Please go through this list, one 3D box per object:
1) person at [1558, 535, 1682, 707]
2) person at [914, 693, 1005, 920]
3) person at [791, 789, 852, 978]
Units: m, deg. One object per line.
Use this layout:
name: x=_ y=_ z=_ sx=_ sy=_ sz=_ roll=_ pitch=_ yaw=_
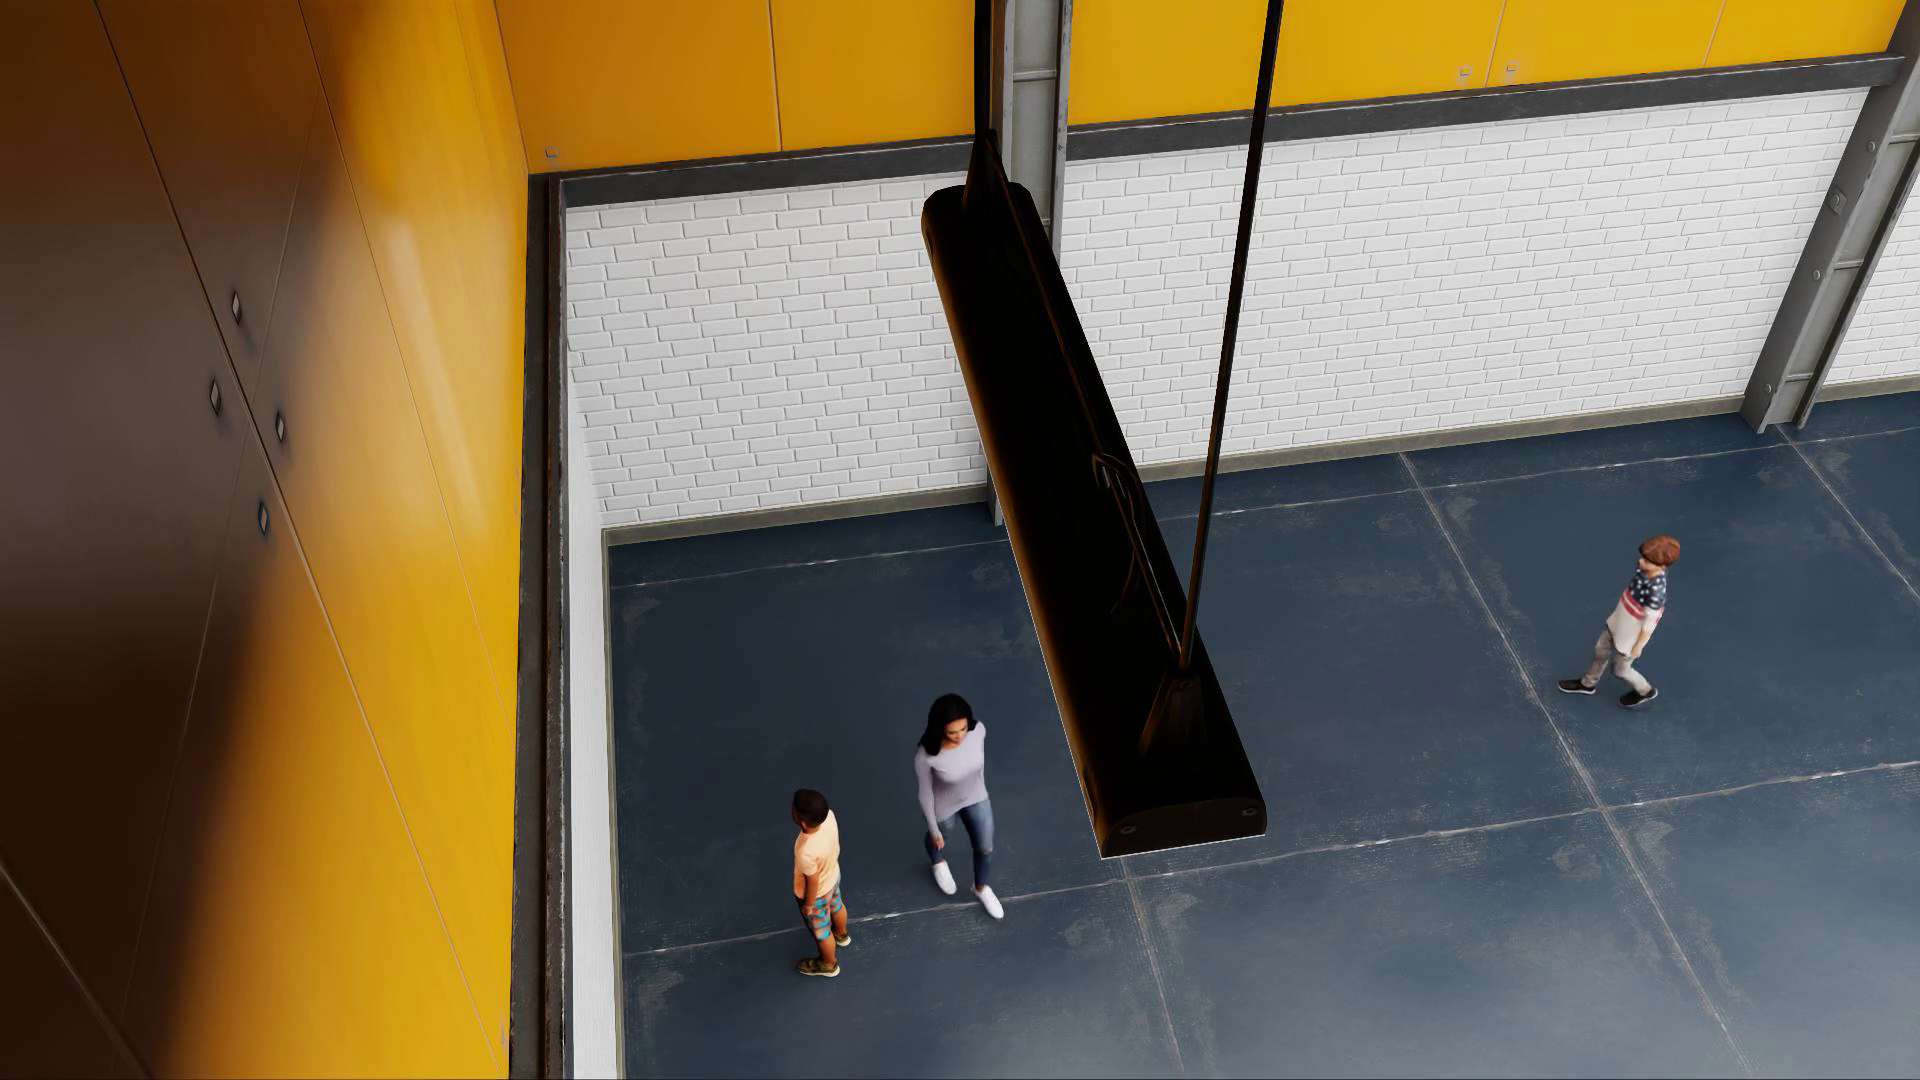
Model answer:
person: x=4.241 y=0.528 z=10.386 sx=0.860 sy=1.431 sz=0.649 roll=3 pitch=44 yaw=3
person: x=-0.095 y=1.390 z=9.274 sx=0.833 sy=1.718 sz=0.831 roll=-23 pitch=48 yaw=-22
person: x=-0.761 y=1.839 z=8.989 sx=0.602 sy=1.461 sz=0.597 roll=12 pitch=45 yaw=12
